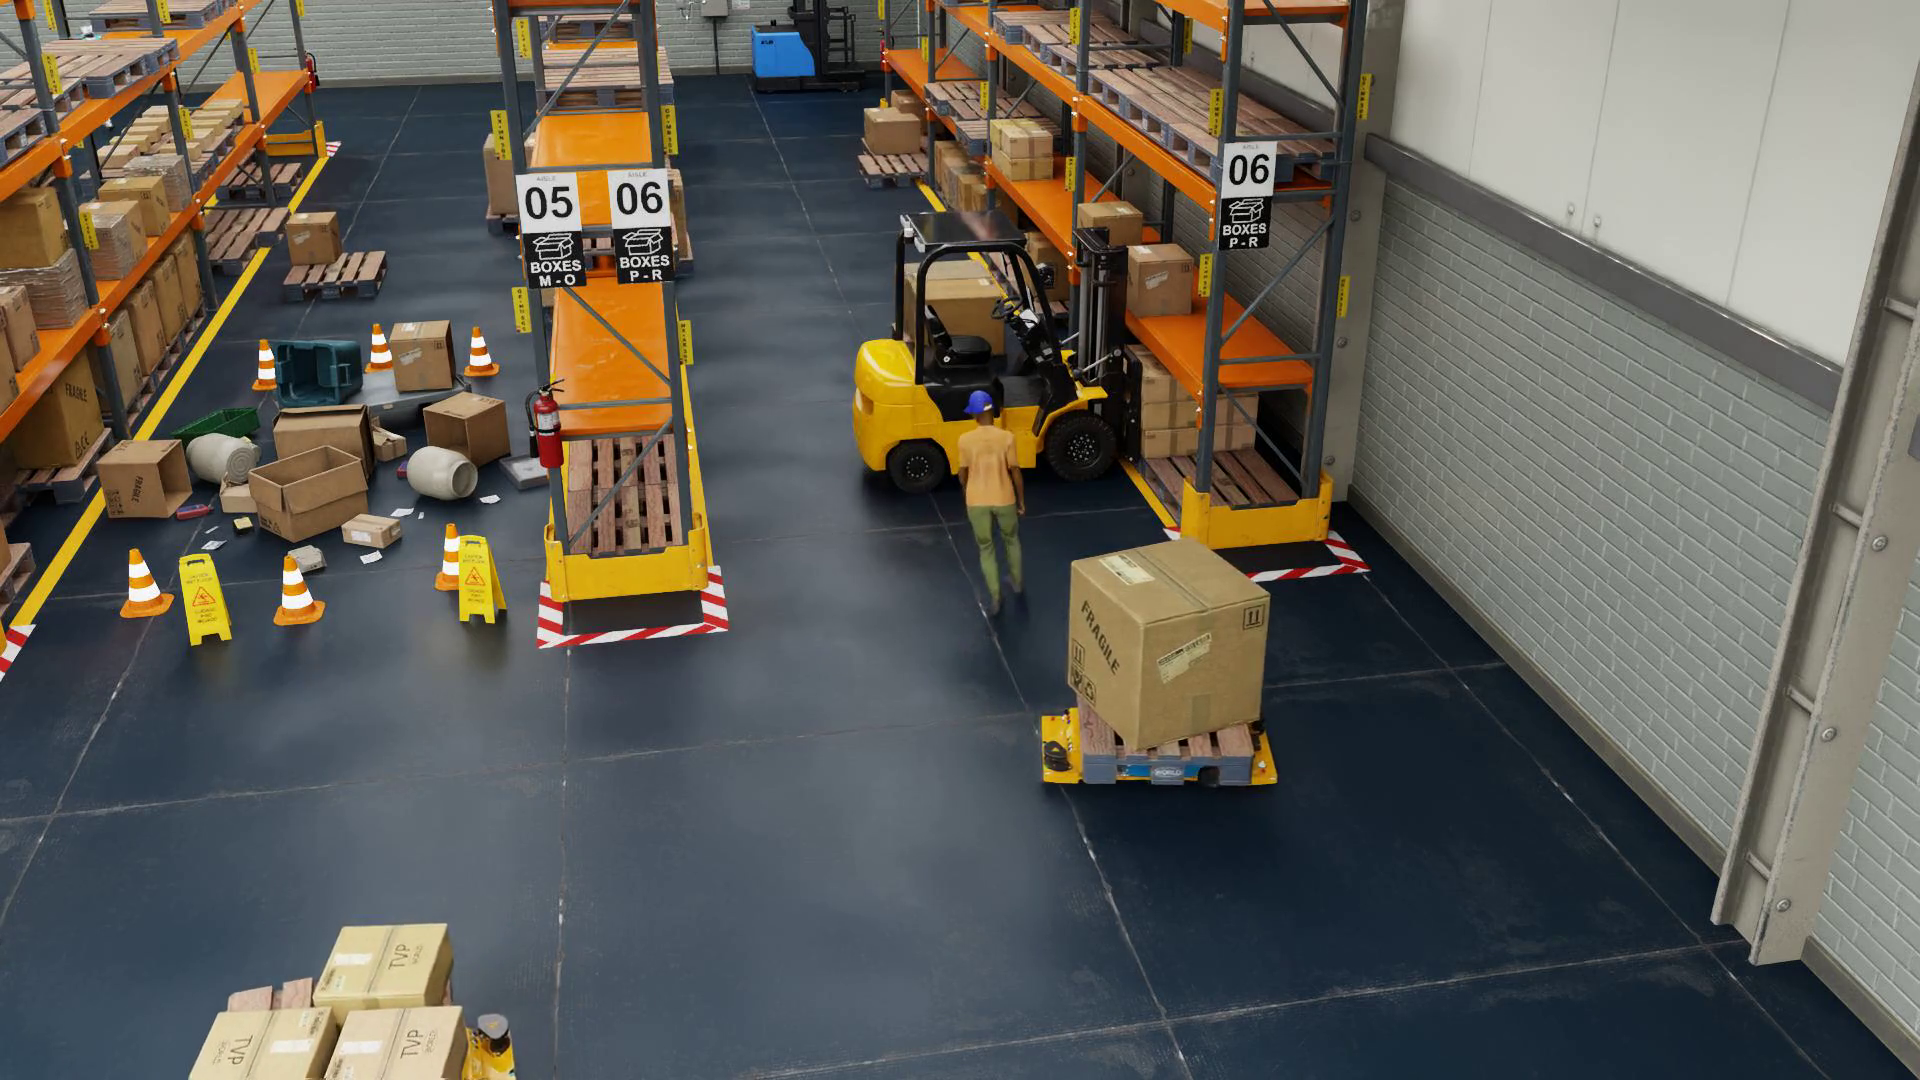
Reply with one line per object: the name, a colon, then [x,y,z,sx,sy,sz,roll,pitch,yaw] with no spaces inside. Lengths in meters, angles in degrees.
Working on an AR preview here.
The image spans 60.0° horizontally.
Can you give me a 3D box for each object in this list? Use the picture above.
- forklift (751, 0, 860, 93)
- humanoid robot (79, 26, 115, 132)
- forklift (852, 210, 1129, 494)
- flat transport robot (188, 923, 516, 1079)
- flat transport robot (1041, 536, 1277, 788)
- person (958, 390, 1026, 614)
forklift: [-2.872,-9.679,30.288,1.873,2.768,1.129,-5,26,-10]
humanoid robot: [-14.071,-7.494,27.048,0.545,1.727,1.056,-22,33,-38]
forklift: [0.216,-1.659,14.366,2.313,2.155,1.214,-5,26,-10]
flat transport robot: [-2.793,2.611,7.691,1.431,0.231,0.659,-8,27,-16]
flat transport robot: [1.234,1.283,10.458,1.431,0.231,0.659,1,26,1]
person: [0.230,-0.304,12.141,0.501,1.673,0.599,-2,26,-4]
